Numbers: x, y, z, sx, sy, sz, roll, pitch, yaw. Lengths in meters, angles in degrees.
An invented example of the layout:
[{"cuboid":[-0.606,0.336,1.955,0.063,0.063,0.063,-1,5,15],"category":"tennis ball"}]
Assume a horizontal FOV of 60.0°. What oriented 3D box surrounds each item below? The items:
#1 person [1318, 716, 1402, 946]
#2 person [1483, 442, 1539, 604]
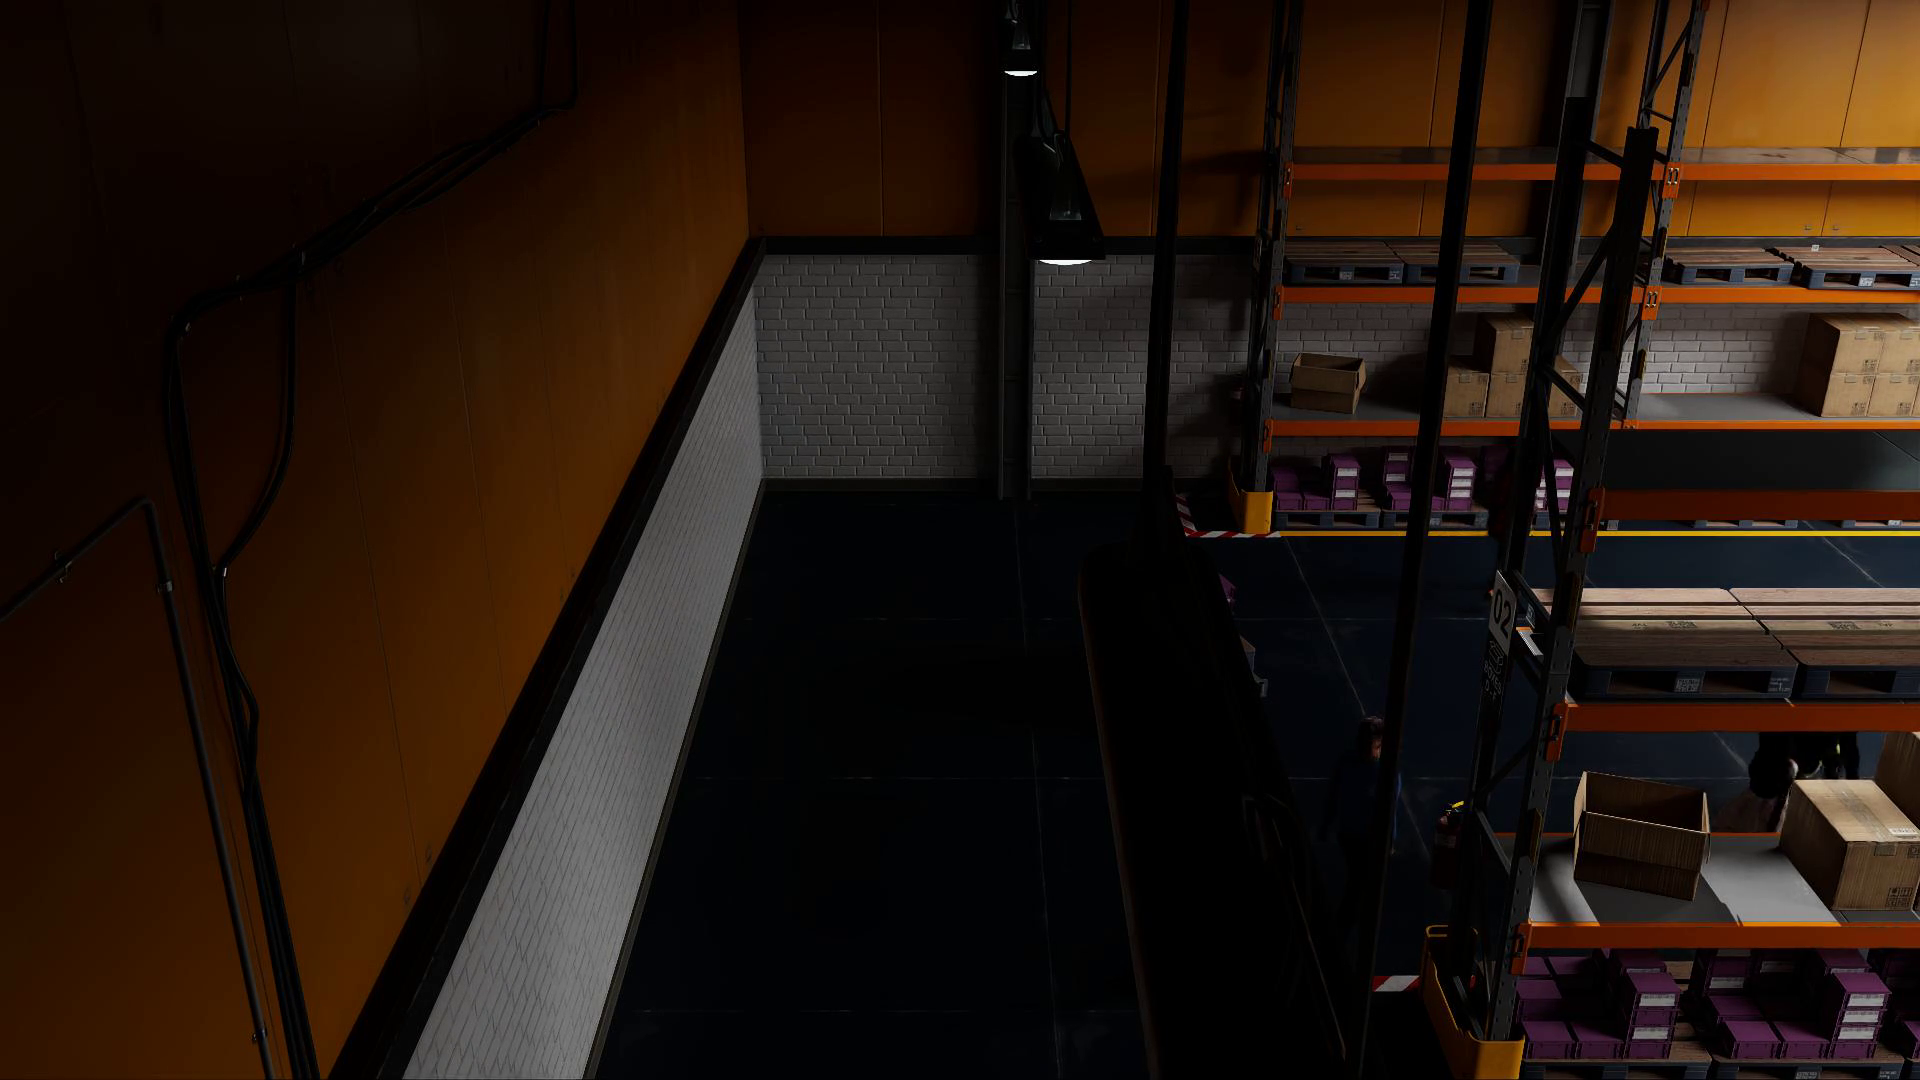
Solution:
[{"cuboid":[2.855,2.003,11.668,1.159,1.782,1.202,21,31,39],"category":"person"},{"cuboid":[5.504,-0.144,16.723,1.130,1.666,1.104,16,28,33],"category":"person"}]
